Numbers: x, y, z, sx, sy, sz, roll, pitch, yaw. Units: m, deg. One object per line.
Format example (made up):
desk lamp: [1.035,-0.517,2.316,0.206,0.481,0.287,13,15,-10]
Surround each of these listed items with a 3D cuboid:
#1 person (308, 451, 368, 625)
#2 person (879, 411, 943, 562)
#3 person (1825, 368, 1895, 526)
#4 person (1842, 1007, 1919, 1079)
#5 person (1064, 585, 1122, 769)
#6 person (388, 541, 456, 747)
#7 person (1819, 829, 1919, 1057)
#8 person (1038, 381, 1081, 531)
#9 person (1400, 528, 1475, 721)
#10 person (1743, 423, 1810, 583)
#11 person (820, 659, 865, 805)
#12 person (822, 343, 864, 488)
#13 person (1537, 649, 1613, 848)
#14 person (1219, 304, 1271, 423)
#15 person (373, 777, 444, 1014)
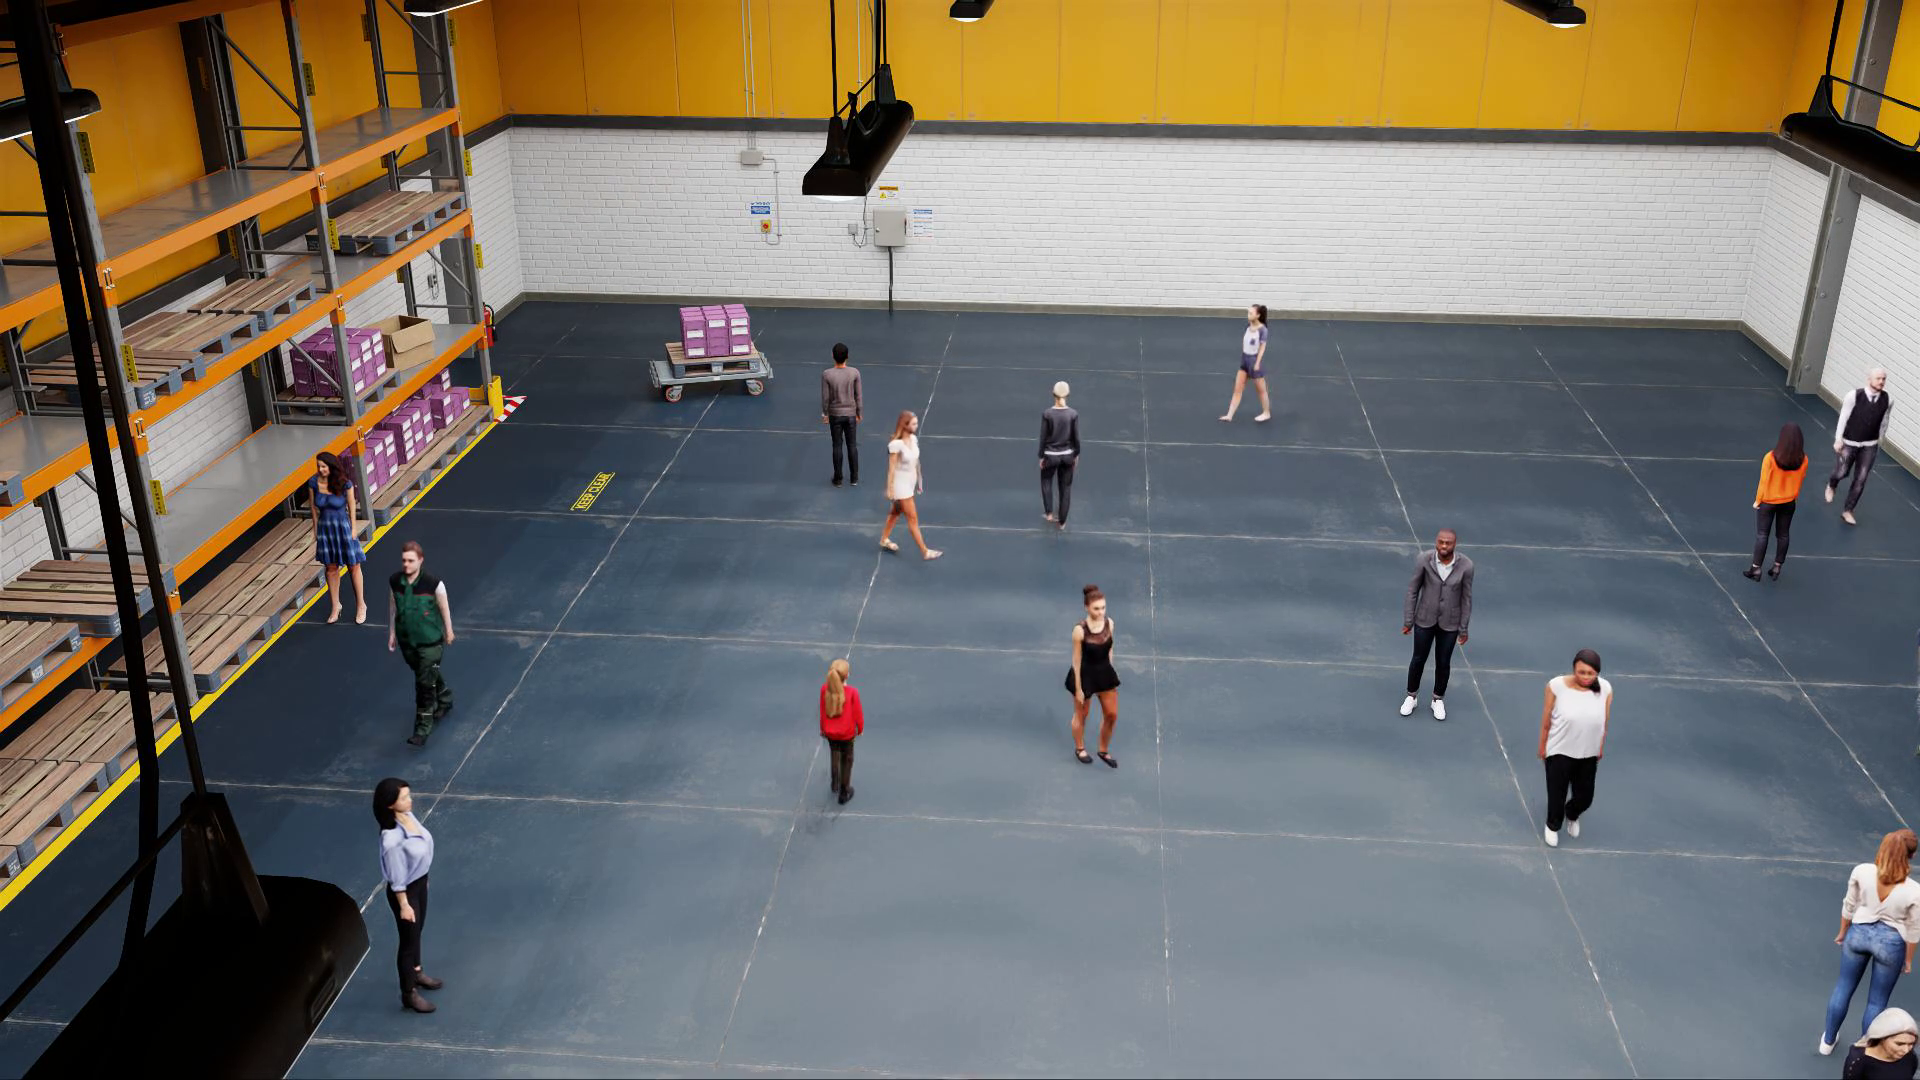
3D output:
person: [-6.174,-0.022,16.469,0.663,1.806,0.554,1,24,3]
person: [-0.672,-0.597,17.990,1.019,1.642,1.140,16,28,32]
person: [10.215,-1.112,18.955,0.725,1.812,0.938,4,24,8]
person: [4.904,3.259,9.034,0.654,1.749,0.645,-4,24,-9]
person: [1.070,1.122,14.031,0.770,1.663,0.841,-12,26,-25]
person: [-4.670,0.843,14.515,0.757,1.787,1.164,6,24,12]
person: [5.825,2.590,10.597,0.725,1.723,0.682,-21,31,-40]
person: [1.109,-0.921,18.644,0.668,1.712,0.691,-1,24,-1]
person: [4.236,0.722,14.755,0.771,1.816,0.652,7,25,15]
person: [8.558,-0.398,17.400,0.643,1.749,0.588,-1,24,-2]
person: [-0.992,1.573,13.486,0.546,1.273,0.562,7,25,15]
person: [-1.407,-1.497,19.890,0.696,1.769,0.635,-3,24,-7]
person: [4.778,1.582,12.964,0.663,1.675,0.615,4,24,8]
person: [3.936,-2.294,21.916,1.001,1.607,1.044,-12,26,-25]
person: [-3.694,2.349,11.124,0.747,1.743,0.540,-2,24,-4]
